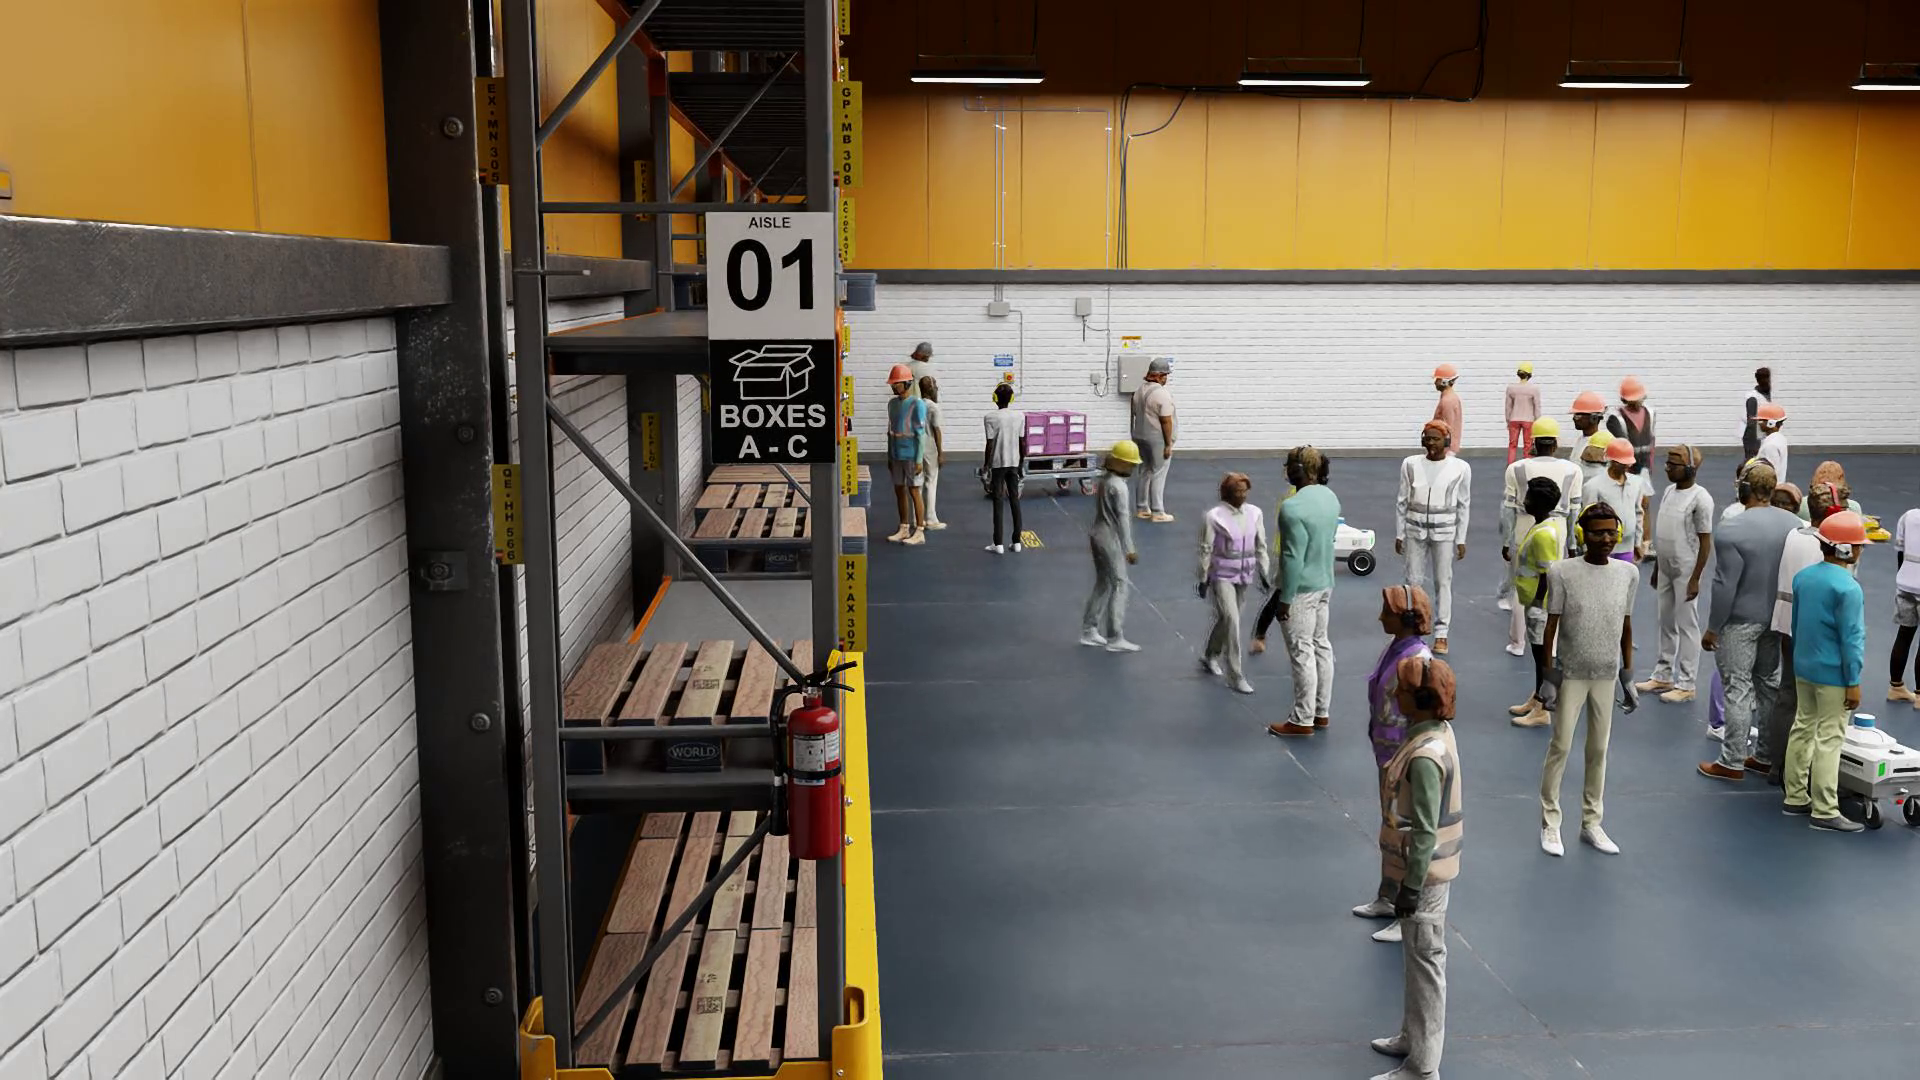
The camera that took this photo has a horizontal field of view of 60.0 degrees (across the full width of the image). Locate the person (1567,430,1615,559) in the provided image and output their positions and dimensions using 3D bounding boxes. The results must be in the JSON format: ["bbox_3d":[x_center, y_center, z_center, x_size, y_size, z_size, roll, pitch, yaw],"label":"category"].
[{"bbox_3d":[5.378,-0.068,14.122,0.320,1.729,0.486,-5,10,-29],"label":"person"}]

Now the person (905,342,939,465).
[{"bbox_3d":[-0.637,-2.125,26.061,0.748,2.000,0.673,8,12,40],"label":"person"}]

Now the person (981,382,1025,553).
[{"bbox_3d":[0.472,-0.790,18.206,0.521,1.874,0.328,-4,10,-23],"label":"person"}]

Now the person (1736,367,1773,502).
[{"bbox_3d":[10.097,-1.258,21.152,0.401,1.878,0.664,8,12,41],"label":"person"}]

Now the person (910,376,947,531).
[{"bbox_3d":[-0.404,-1.034,19.824,0.517,1.842,0.327,9,13,44],"label":"person"}]

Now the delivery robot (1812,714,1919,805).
[{"bbox_3d":[5.084,1.226,9.378,0.477,0.478,0.707,-2,9,-11],"label":"delivery robot"}]

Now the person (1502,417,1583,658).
[{"bbox_3d":[4.606,-0.017,13.209,0.586,1.920,0.397,2,9,13],"label":"person"}]

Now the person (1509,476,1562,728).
[{"bbox_3d":[3.891,0.414,11.190,0.321,1.697,0.529,3,10,18],"label":"person"}]

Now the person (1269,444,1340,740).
[{"bbox_3d":[2.263,0.337,10.919,0.362,1.938,0.631,7,12,38],"label":"person"}]

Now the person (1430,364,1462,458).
[{"bbox_3d":[5.716,-1.083,19.658,0.390,1.992,0.624,3,10,21],"label":"person"}]

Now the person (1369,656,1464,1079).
[{"bbox_3d":[1.717,1.235,6.217,0.307,1.641,0.513,3,9,16],"label":"person"}]

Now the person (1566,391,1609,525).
[{"bbox_3d":[5.364,-0.256,14.316,0.376,2.044,0.607,0,9,1],"label":"person"}]

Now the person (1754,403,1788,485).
[{"bbox_3d":[8.121,-0.498,16.743,0.326,1.752,0.560,5,10,30],"label":"person"}]

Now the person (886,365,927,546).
[{"bbox_3d":[-0.633,-0.949,18.718,0.406,2.036,0.609,-8,12,-42],"label":"person"}]

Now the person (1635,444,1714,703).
[{"bbox_3d":[5.111,0.236,11.846,0.343,1.847,0.507,-2,9,-12],"label":"person"}]

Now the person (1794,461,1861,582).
[{"bbox_3d":[6.561,0.213,12.653,0.499,1.633,0.286,7,11,36],"label":"person"}]

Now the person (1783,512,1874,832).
[{"bbox_3d":[4.787,0.712,9.145,0.326,1.751,0.559,-1,9,-4],"label":"person"}]

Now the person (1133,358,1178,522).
[{"bbox_3d":[2.448,-1.250,20.567,0.536,2.000,0.683,-5,10,-30],"label":"person"}]

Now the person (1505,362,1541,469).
[{"bbox_3d":[8.258,-1.724,24.405,0.524,1.769,0.309,7,11,36],"label":"person"}]

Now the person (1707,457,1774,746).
[{"bbox_3d":[5.101,0.391,10.808,0.328,1.869,0.509,9,13,43],"label":"person"}]

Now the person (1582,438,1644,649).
[{"bbox_3d":[5.285,0.036,13.446,0.573,1.737,0.355,-3,10,-19],"label":"person"}]

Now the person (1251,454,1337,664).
[{"bbox_3d":[2.614,0.136,13.102,0.636,1.658,0.585,0,9,0],"label":"person"}]

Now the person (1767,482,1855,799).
[{"bbox_3d":[4.959,0.579,9.691,0.386,1.845,0.568,-2,9,-11],"label":"person"}]

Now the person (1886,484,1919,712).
[{"bbox_3d":[6.742,0.349,11.603,0.317,1.695,0.540,-1,9,-8],"label":"person"}]

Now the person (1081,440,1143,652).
[{"bbox_3d":[1.228,0.045,13.450,0.473,1.715,0.515,-1,9,-7],"label":"person"}]

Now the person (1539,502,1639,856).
[{"bbox_3d":[3.298,0.723,8.706,0.519,1.873,0.328,-1,9,-4],"label":"person"}]

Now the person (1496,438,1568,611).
[{"bbox_3d":[5.181,-0.152,15.022,0.586,1.612,0.346,4,10,25],"label":"person"}]

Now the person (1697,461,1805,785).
[{"bbox_3d":[4.713,0.494,9.934,0.627,1.940,0.371,-3,10,-20],"label":"person"}]

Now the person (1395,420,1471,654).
[{"bbox_3d":[3.790,-0.028,13.388,0.572,1.883,0.353,5,10,27],"label":"person"}]

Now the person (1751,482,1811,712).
[{"bbox_3d":[5.572,0.419,11.340,0.523,1.638,0.310,7,12,38],"label":"person"}]

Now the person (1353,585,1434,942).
[{"bbox_3d":[2.021,1.011,7.623,0.307,1.640,0.519,0,9,-1],"label":"person"}]

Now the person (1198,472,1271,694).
[{"bbox_3d":[1.988,0.277,12.350,0.505,1.600,0.810,-5,10,-28],"label":"person"}]

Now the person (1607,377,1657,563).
[{"bbox_3d":[7.128,-0.738,17.575,0.674,1.973,0.900,-2,9,-11],"label":"person"}]
